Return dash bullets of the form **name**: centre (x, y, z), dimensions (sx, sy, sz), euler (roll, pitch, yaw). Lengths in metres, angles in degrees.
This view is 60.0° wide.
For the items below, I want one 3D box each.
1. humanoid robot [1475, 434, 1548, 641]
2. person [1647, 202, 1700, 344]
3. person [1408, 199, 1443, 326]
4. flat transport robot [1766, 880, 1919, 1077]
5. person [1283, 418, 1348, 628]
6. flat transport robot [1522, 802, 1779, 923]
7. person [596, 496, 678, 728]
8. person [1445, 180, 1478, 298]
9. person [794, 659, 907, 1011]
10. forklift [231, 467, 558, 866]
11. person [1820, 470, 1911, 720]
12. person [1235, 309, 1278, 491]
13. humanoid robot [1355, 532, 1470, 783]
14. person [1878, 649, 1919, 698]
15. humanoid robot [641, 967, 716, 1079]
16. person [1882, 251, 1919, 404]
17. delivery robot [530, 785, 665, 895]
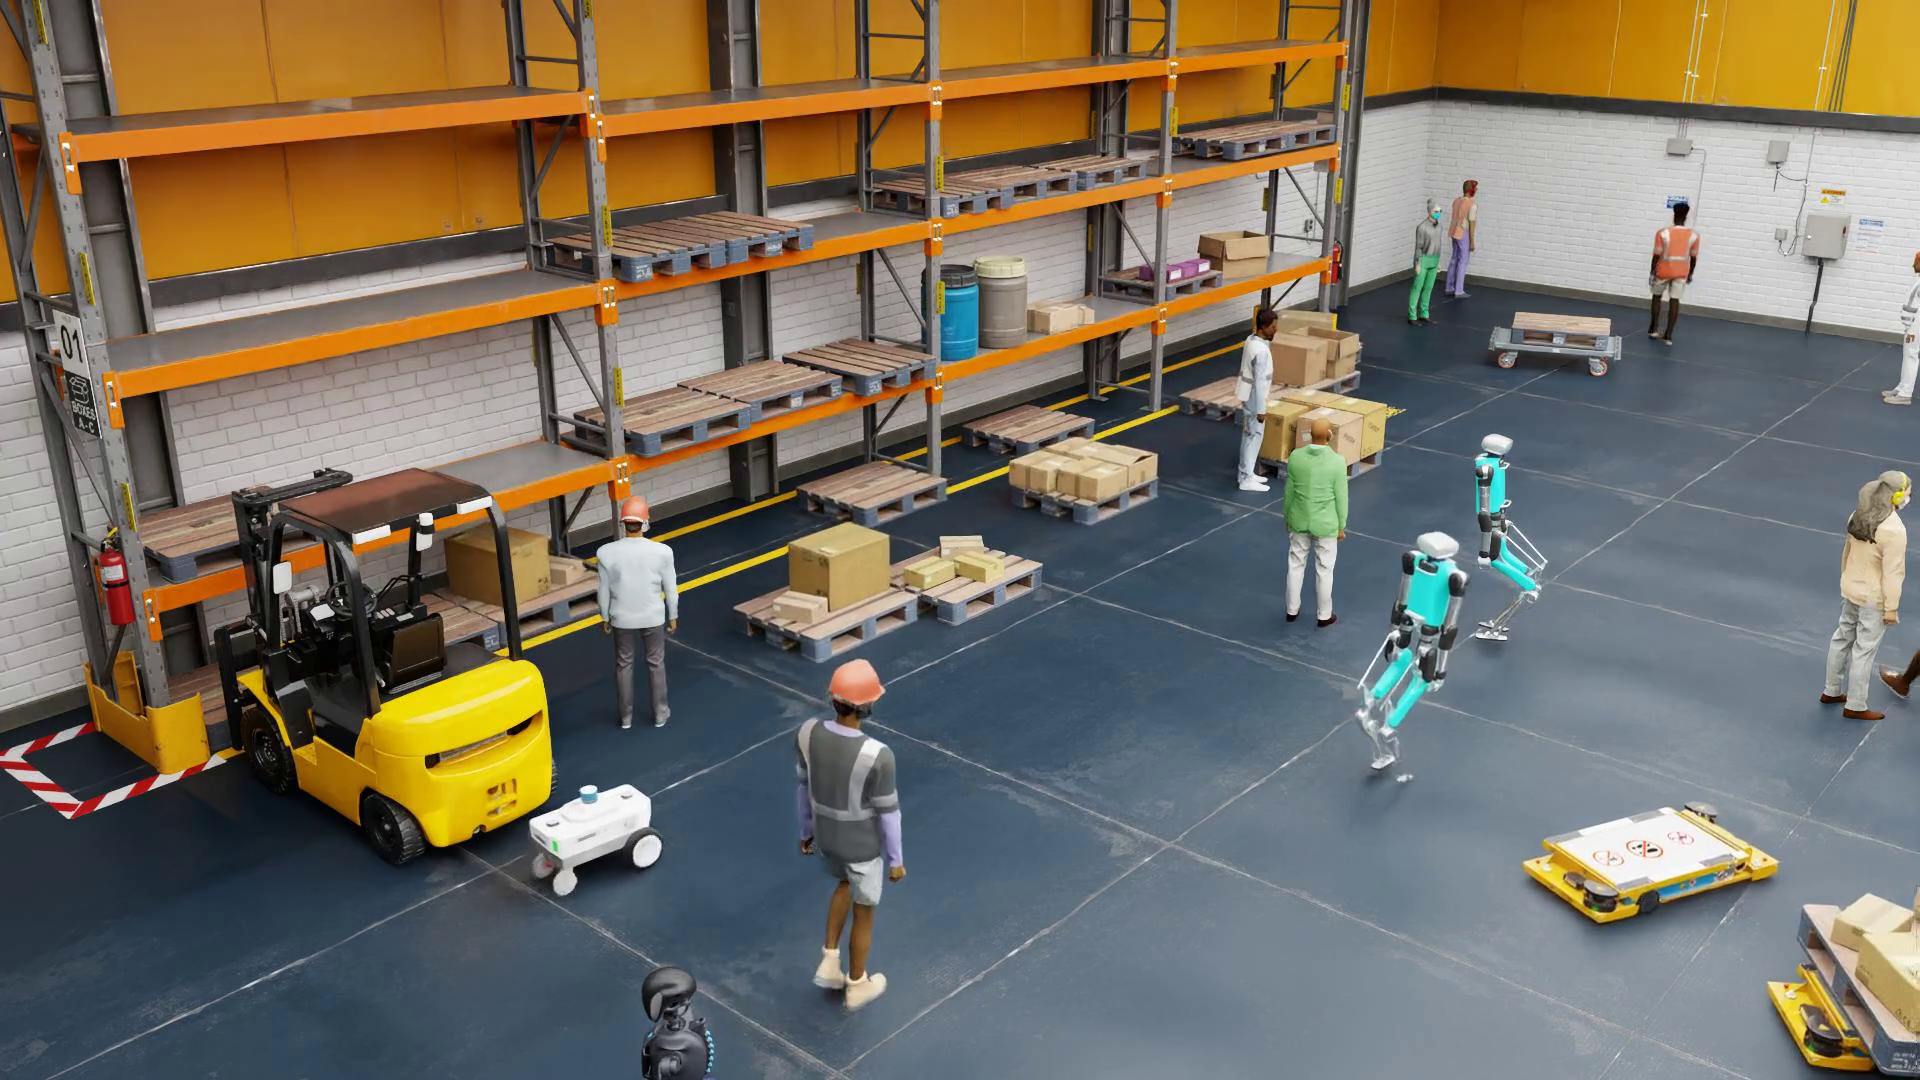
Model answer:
- **humanoid robot**: centre (4.409, 0.006, 13.222), dimensions (0.735, 1.677, 0.533), euler (10, 23, 26)
- **person**: centre (9.966, -3.756, 23.306), dimensions (0.614, 1.946, 0.710), euler (5, 21, 13)
- **person**: centre (6.829, -4.058, 24.282), dimensions (0.513, 1.839, 0.348), euler (-12, 23, -29)
- **flat transport robot**: centre (5.080, 2.533, 8.688), dimensions (1.431, 0.231, 0.659), euler (2, 20, 6)
- **person**: centre (2.933, -0.145, 13.759), dimensions (0.539, 1.784, 0.384), euler (11, 23, 26)
- **flat transport robot**: centre (4.246, 1.970, 10.213), dimensions (1.431, 0.231, 0.659), euler (-9, 22, -22)
- **person**: centre (-2.315, 0.525, 12.005), dimensions (0.571, 1.739, 0.347), euler (-3, 20, -8)
- **person**: centre (7.862, -4.714, 26.067), dimensions (0.392, 1.837, 0.557), euler (-5, 21, -14)
- **person**: centre (-0.553, 1.561, 8.787), dimensions (0.627, 2.023, 0.442), euler (14, 24, 32)
- **forklift**: centre (-3.730, 0.710, 10.856), dimensions (2.313, 2.155, 1.214), euler (17, 26, 38)
- **person**: centre (6.630, 0.397, 12.160), dimensions (0.407, 1.876, 0.554), euler (-3, 20, -7)
- **person**: centre (3.032, -1.440, 17.092), dimensions (0.400, 1.907, 0.598), euler (0, 20, 1)
- **humanoid robot**: centre (2.943, 0.843, 11.137), dimensions (0.705, 1.785, 0.543), euler (-12, 23, -29)
- **person**: centre (7.309, 0.425, 12.178), dimensions (0.506, 1.810, 0.906), euler (-3, 20, -8)
- **humanoid robot**: centre (-1.130, 2.465, 6.814), dimensions (0.315, 1.659, 0.599), euler (-1, 20, -2)
- **person**: centre (11.602, -2.592, 20.244), dimensions (0.356, 1.884, 0.571), euler (10, 22, 24)
- **delivery robot**: centre (-2.242, 1.803, 10.280), dimensions (0.790, 0.614, 0.499), euler (-17, 26, -39)
